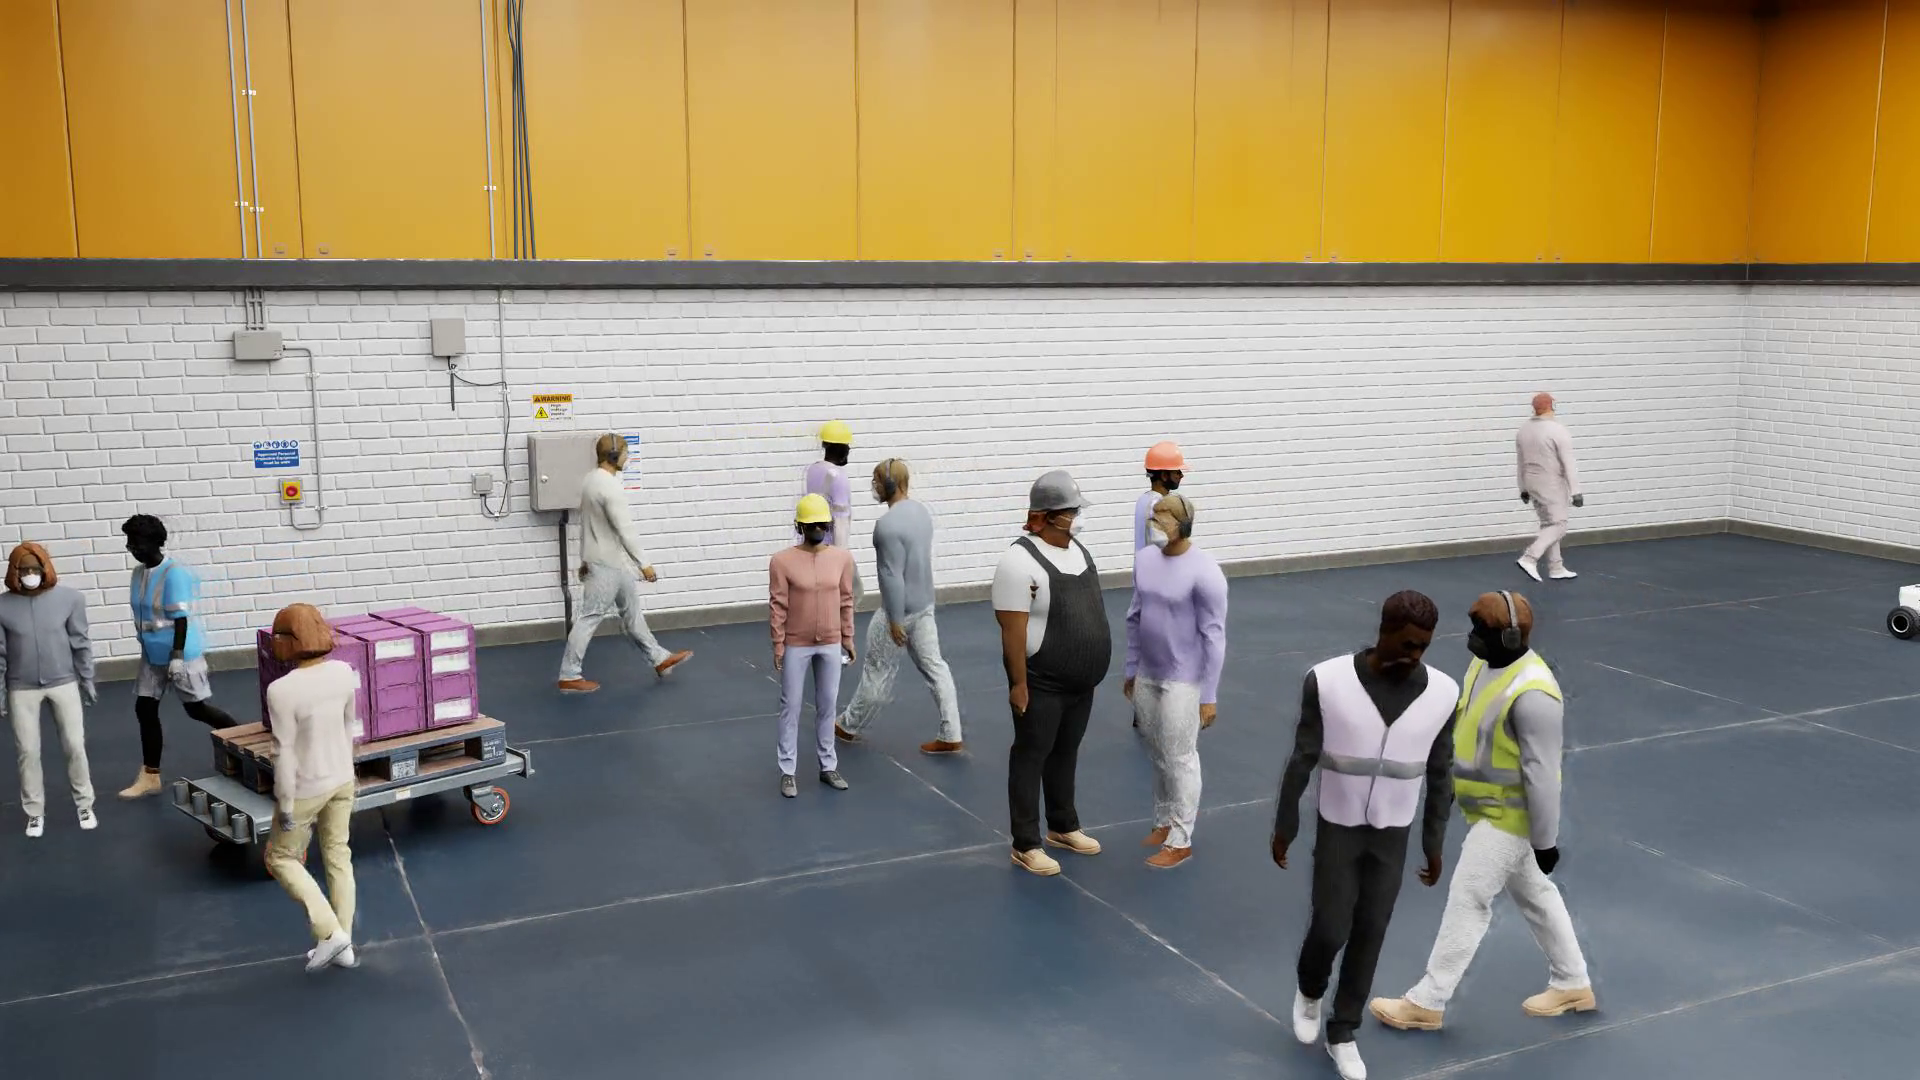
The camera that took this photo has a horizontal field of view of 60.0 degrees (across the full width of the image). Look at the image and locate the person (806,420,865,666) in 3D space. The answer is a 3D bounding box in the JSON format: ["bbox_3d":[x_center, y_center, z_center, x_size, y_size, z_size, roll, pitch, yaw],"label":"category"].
[{"bbox_3d":[-0.970,0.034,12.778,0.416,1.913,0.585,-6,11,-33],"label":"person"}]

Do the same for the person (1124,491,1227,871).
[{"bbox_3d":[1.084,0.710,8.525,0.391,1.949,0.633,-6,11,-33],"label":"person"}]

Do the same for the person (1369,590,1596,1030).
[{"bbox_3d":[2.173,1.079,6.668,0.951,1.798,0.629,1,9,4],"label":"person"}]

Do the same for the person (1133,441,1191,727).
[{"bbox_3d":[1.317,0.321,10.894,0.354,1.939,0.544,-2,9,-10],"label":"person"}]

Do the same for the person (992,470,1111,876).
[{"bbox_3d":[0.509,0.660,8.476,0.539,2.000,0.688,7,12,38],"label":"person"}]

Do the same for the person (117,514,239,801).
[{"bbox_3d":[-4.532,0.649,9.716,0.555,1.665,0.772,6,11,33],"label":"person"}]

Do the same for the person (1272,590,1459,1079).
[{"bbox_3d":[1.517,1.095,6.266,0.682,1.879,0.466,0,9,-3],"label":"person"}]

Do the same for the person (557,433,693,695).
[{"bbox_3d":[-2.469,0.162,12.055,1.066,1.871,0.650,-4,10,-22],"label":"person"}]

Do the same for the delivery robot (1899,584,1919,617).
[{"bbox_3d":[8.084,0.530,13.588,0.477,0.478,0.707,-4,10,-25],"label":"delivery robot"}]

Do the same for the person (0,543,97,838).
[{"bbox_3d":[-4.920,0.802,8.927,0.508,1.611,0.345,-6,11,-32],"label":"person"}]

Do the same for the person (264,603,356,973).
[{"bbox_3d":[-2.799,1.076,7.190,0.347,1.625,0.500,4,10,25],"label":"person"}]

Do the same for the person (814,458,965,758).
[{"bbox_3d":[-0.414,0.422,10.440,1.052,1.875,0.651,4,10,26],"label":"person"}]

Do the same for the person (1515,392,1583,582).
[{"bbox_3d":[5.805,-0.512,16.306,0.651,1.866,0.725,-3,10,-17],"label":"person"}]

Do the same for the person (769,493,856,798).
[{"bbox_3d":[-0.851,0.604,9.667,0.523,1.769,0.322,-4,10,-24],"label":"person"}]
